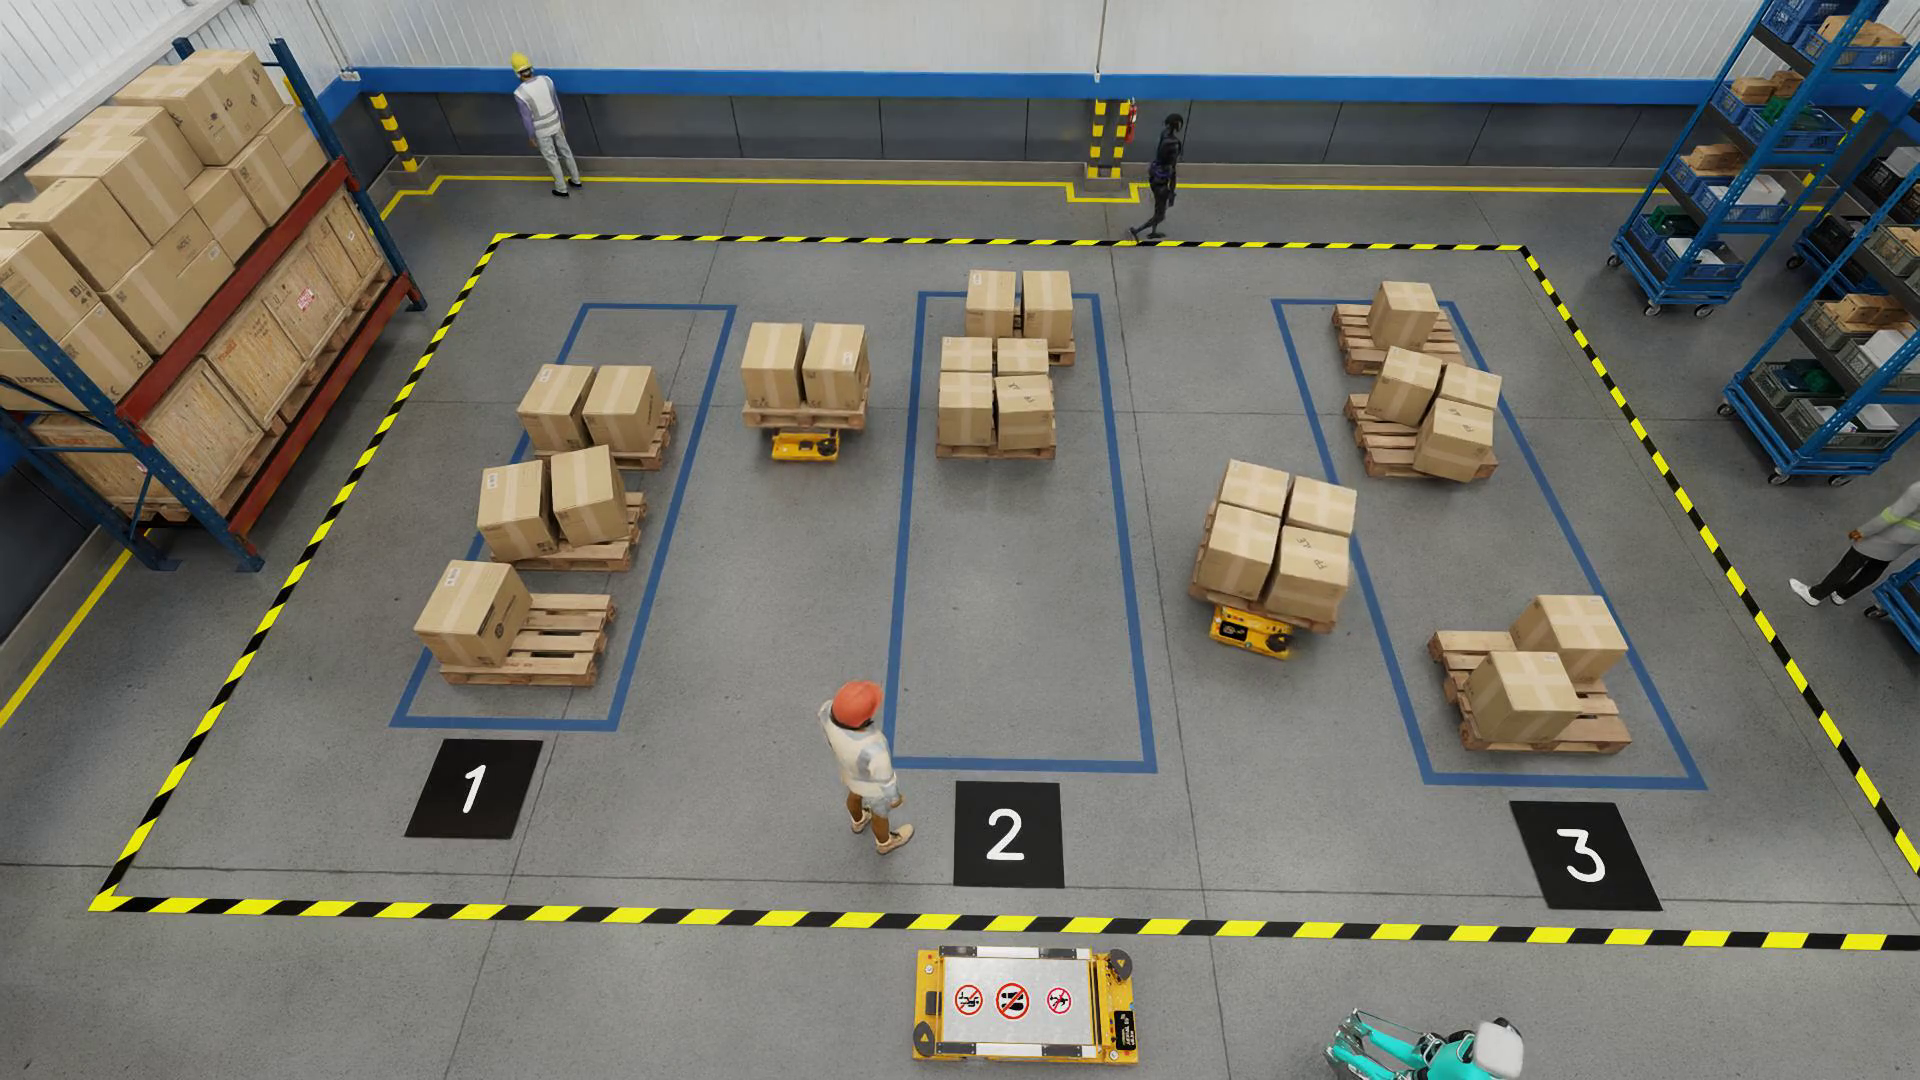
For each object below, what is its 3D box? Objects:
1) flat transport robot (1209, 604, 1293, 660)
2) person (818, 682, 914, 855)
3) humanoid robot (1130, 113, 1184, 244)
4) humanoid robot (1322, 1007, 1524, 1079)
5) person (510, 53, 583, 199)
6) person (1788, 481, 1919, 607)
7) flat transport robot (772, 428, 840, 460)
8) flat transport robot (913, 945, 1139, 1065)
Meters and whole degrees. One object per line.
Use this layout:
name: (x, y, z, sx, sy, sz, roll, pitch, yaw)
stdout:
flat transport robot: (2.696, 0.355, 8.178, 0.652, 0.197, 1.431, 16, 53, 13)
person: (-0.613, 1.525, 6.097, 0.604, 2.048, 0.366, 36, 59, 26)
humanoid robot: (2.390, -4.391, 11.163, 0.531, 1.645, 0.602, -8, 51, -6)
humanoid robot: (2.442, 2.846, 5.132, 0.533, 1.676, 0.735, -35, 59, -25)
person: (-5.353, -5.320, 11.819, 0.404, 1.822, 0.587, 25, 55, 19)
person: (7.699, -0.091, 7.538, 0.589, 1.853, 0.376, 0, 51, 0)
flat transport robot: (-1.552, -1.415, 9.621, 0.652, 0.197, 1.431, 1, 51, 1)
flat transport robot: (0.422, 3.041, 6.007, 1.431, 0.231, 0.659, 1, 51, 1)
